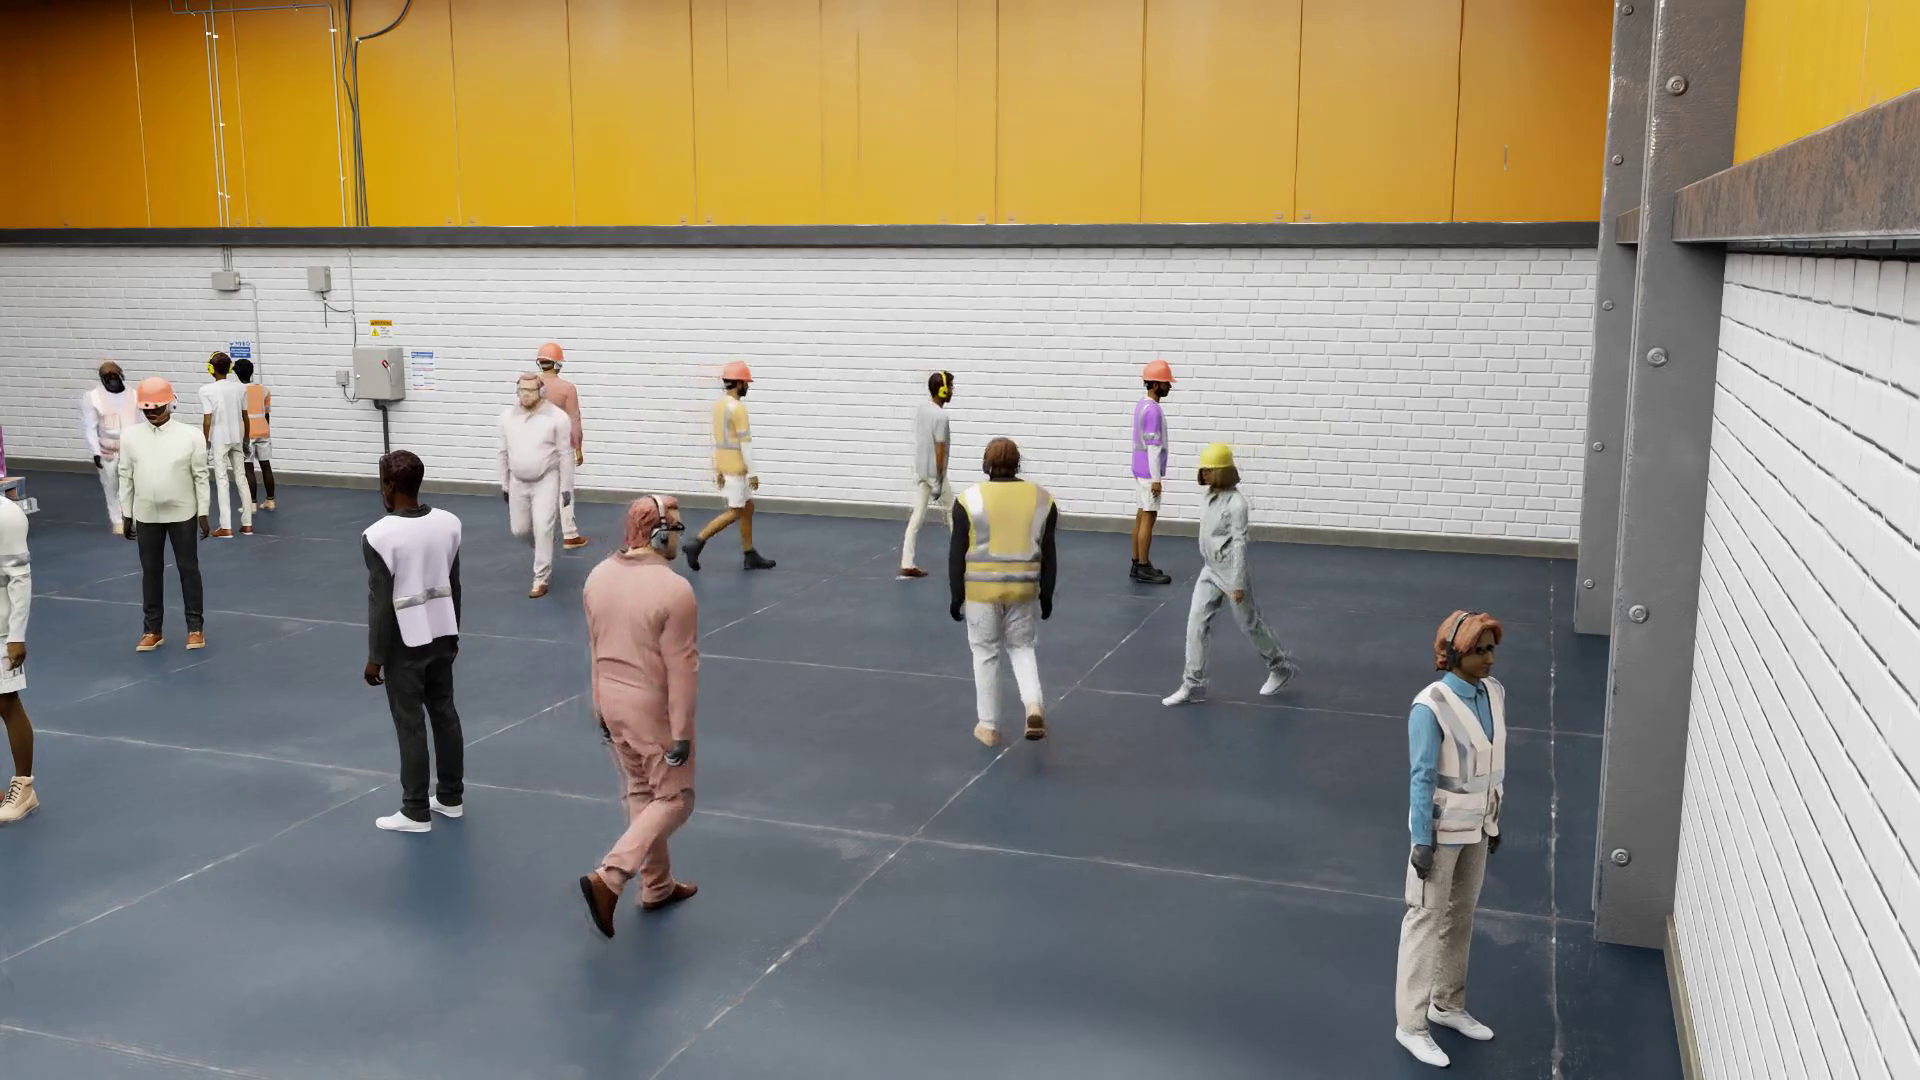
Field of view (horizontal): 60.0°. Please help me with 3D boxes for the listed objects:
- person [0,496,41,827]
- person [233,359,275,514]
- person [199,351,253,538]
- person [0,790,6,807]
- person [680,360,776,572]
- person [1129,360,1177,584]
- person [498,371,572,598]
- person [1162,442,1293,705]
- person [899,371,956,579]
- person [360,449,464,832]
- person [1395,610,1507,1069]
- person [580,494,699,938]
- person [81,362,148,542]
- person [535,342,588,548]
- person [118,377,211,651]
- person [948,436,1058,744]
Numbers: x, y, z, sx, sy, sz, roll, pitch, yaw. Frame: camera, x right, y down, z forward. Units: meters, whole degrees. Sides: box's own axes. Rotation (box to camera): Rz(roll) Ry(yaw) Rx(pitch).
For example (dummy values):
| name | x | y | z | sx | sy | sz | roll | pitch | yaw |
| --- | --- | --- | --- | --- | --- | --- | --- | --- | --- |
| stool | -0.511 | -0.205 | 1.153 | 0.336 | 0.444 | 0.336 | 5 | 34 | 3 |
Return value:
| name | x | y | z | sx | sy | sz | roll | pitch | yaw |
| --- | --- | --- | --- | --- | --- | --- | --- | --- | --- |
| person | -4.962 | 0.431 | 8.381 | 0.605 | 2.045 | 0.378 | 3 | 11 | 17 |
| person | -7.737 | -1.130 | 18.147 | 0.322 | 1.698 | 0.534 | 6 | 11 | 28 |
| person | -7.367 | -0.957 | 16.691 | 0.328 | 1.872 | 0.513 | 8 | 13 | 37 |
| person | -5.237 | 0.476 | 8.426 | 0.627 | 1.940 | 0.375 | -2 | 10 | -9 |
| person | -2.088 | -0.641 | 14.822 | 0.829 | 1.907 | 0.556 | -5 | 11 | -24 |
| person | 1.681 | -0.593 | 14.448 | 0.377 | 1.936 | 0.549 | -1 | 10 | -3 |
| person | -3.563 | -0.491 | 14.032 | 0.651 | 1.883 | 0.709 | 2 | 10 | 9 |
| person | 1.759 | 0.206 | 10.635 | 0.905 | 1.700 | 0.493 | -5 | 11 | -26 |
| person | -0.156 | -0.575 | 14.694 | 0.947 | 1.820 | 0.499 | -7 | 12 | -35 |
| person | -2.720 | 0.505 | 8.322 | 0.391 | 1.919 | 0.591 | 5 | 11 | 26 |
| person | 1.782 | 1.056 | 6.004 | 0.523 | 1.639 | 0.309 | -9 | 13 | -42 |
| person | -1.374 | 0.746 | 7.073 | 0.646 | 1.884 | 0.691 | 8 | 13 | 37 |
| person | -8.367 | -0.881 | 16.567 | 0.622 | 1.784 | 1.035 | -6 | 12 | -32 |
| person | -3.916 | -0.909 | 16.066 | 0.612 | 1.997 | 0.376 | 3 | 10 | 16 |
| person | -5.738 | -0.183 | 12.010 | 0.611 | 1.985 | 0.394 | -2 | 10 | -11 |
| person | 0.257 | 0.317 | 9.650 | 0.640 | 1.830 | 0.546 | -3 | 10 | -15 |
